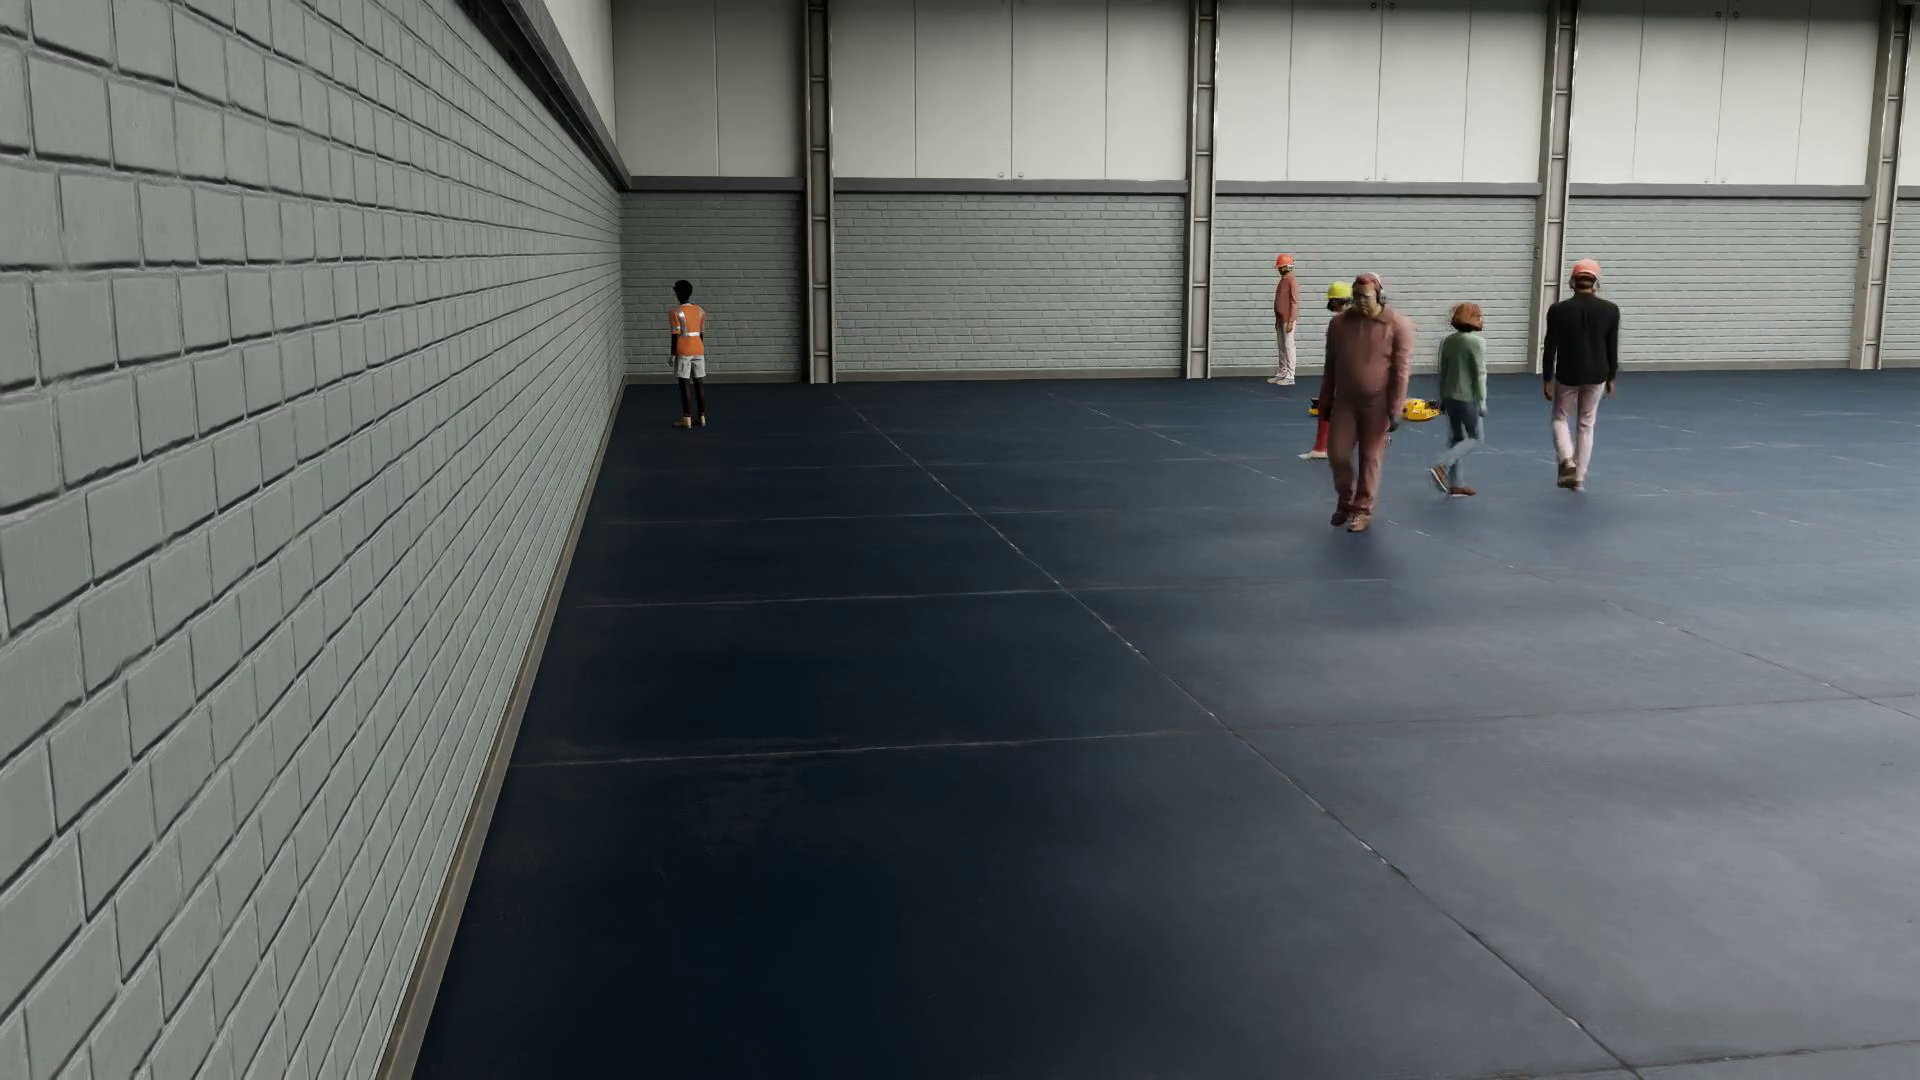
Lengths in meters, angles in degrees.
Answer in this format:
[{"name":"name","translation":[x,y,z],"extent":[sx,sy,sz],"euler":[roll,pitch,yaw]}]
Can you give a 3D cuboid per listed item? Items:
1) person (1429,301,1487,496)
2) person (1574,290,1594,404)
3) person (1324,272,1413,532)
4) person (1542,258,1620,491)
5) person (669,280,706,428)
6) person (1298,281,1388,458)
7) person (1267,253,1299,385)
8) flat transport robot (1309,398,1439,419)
[{"name":"person","translation":[4.075,-1.144,13.617],"extent":[0.459,1.617,0.517],"euler":[-4,11,-20]},{"name":"person","translation":[8.005,-2.504,21.459],"extent":[0.567,1.619,0.518],"euler":[-5,11,-27]},{"name":"person","translation":[2.908,-0.981,11.984],"extent":[0.659,1.879,0.404],"euler":[6,11,31]},{"name":"person","translation":[5.208,-1.374,13.979],"extent":[0.609,1.966,0.521],"euler":[2,10,10]},{"name":"person","translation":[-3.137,-2.136,19.120],"extent":[0.322,1.699,0.535],"euler":[7,12,36]},{"name":"person","translation":[3.739,-1.631,16.108],"extent":[0.779,1.742,0.527],"euler":[1,10,3]},{"name":"person","translation":[4.942,-3.356,25.307],"extent":[0.384,1.991,0.609],"euler":[-2,10,-12]},{"name":"flat transport robot","translation":[5.053,-1.628,20.305],"extent":[1.431,0.197,0.652],"euler":[5,11,29]}]
